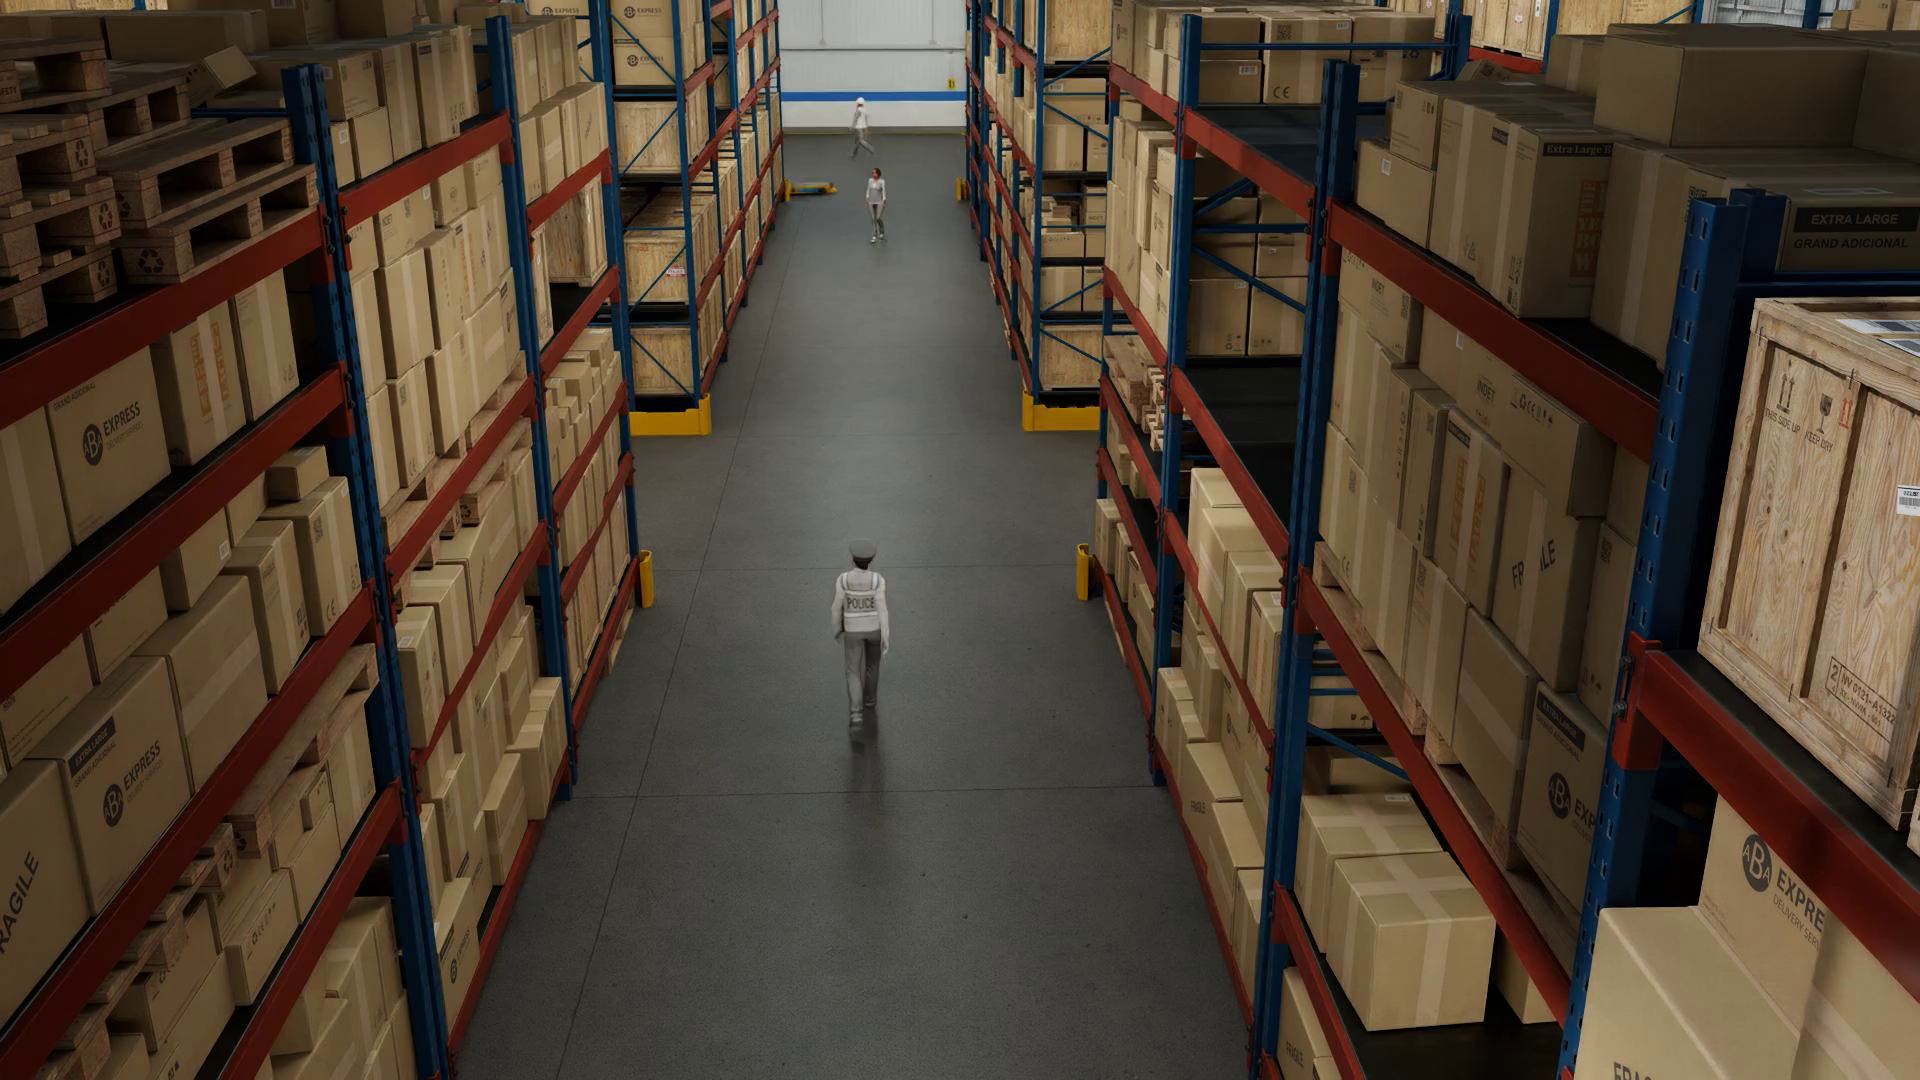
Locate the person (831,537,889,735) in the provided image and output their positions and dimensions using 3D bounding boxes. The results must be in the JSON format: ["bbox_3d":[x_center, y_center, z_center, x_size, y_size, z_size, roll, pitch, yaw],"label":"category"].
[{"bbox_3d":[-0.867,0.811,14.474,0.499,1.645,0.998,-2,21,-5],"label":"person"}]

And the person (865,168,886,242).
[{"bbox_3d":[-1.857,-7.319,36.324,0.428,1.597,0.391,6,21,16],"label":"person"}]

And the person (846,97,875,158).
[{"bbox_3d":[-2.960,-12.189,49.165,1.014,1.741,0.535,8,22,20],"label":"person"}]

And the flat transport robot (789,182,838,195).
[{"bbox_3d":[-3.939,-9.087,43.088,1.431,0.264,0.659,-6,21,-14],"label":"flat transport robot"}]
